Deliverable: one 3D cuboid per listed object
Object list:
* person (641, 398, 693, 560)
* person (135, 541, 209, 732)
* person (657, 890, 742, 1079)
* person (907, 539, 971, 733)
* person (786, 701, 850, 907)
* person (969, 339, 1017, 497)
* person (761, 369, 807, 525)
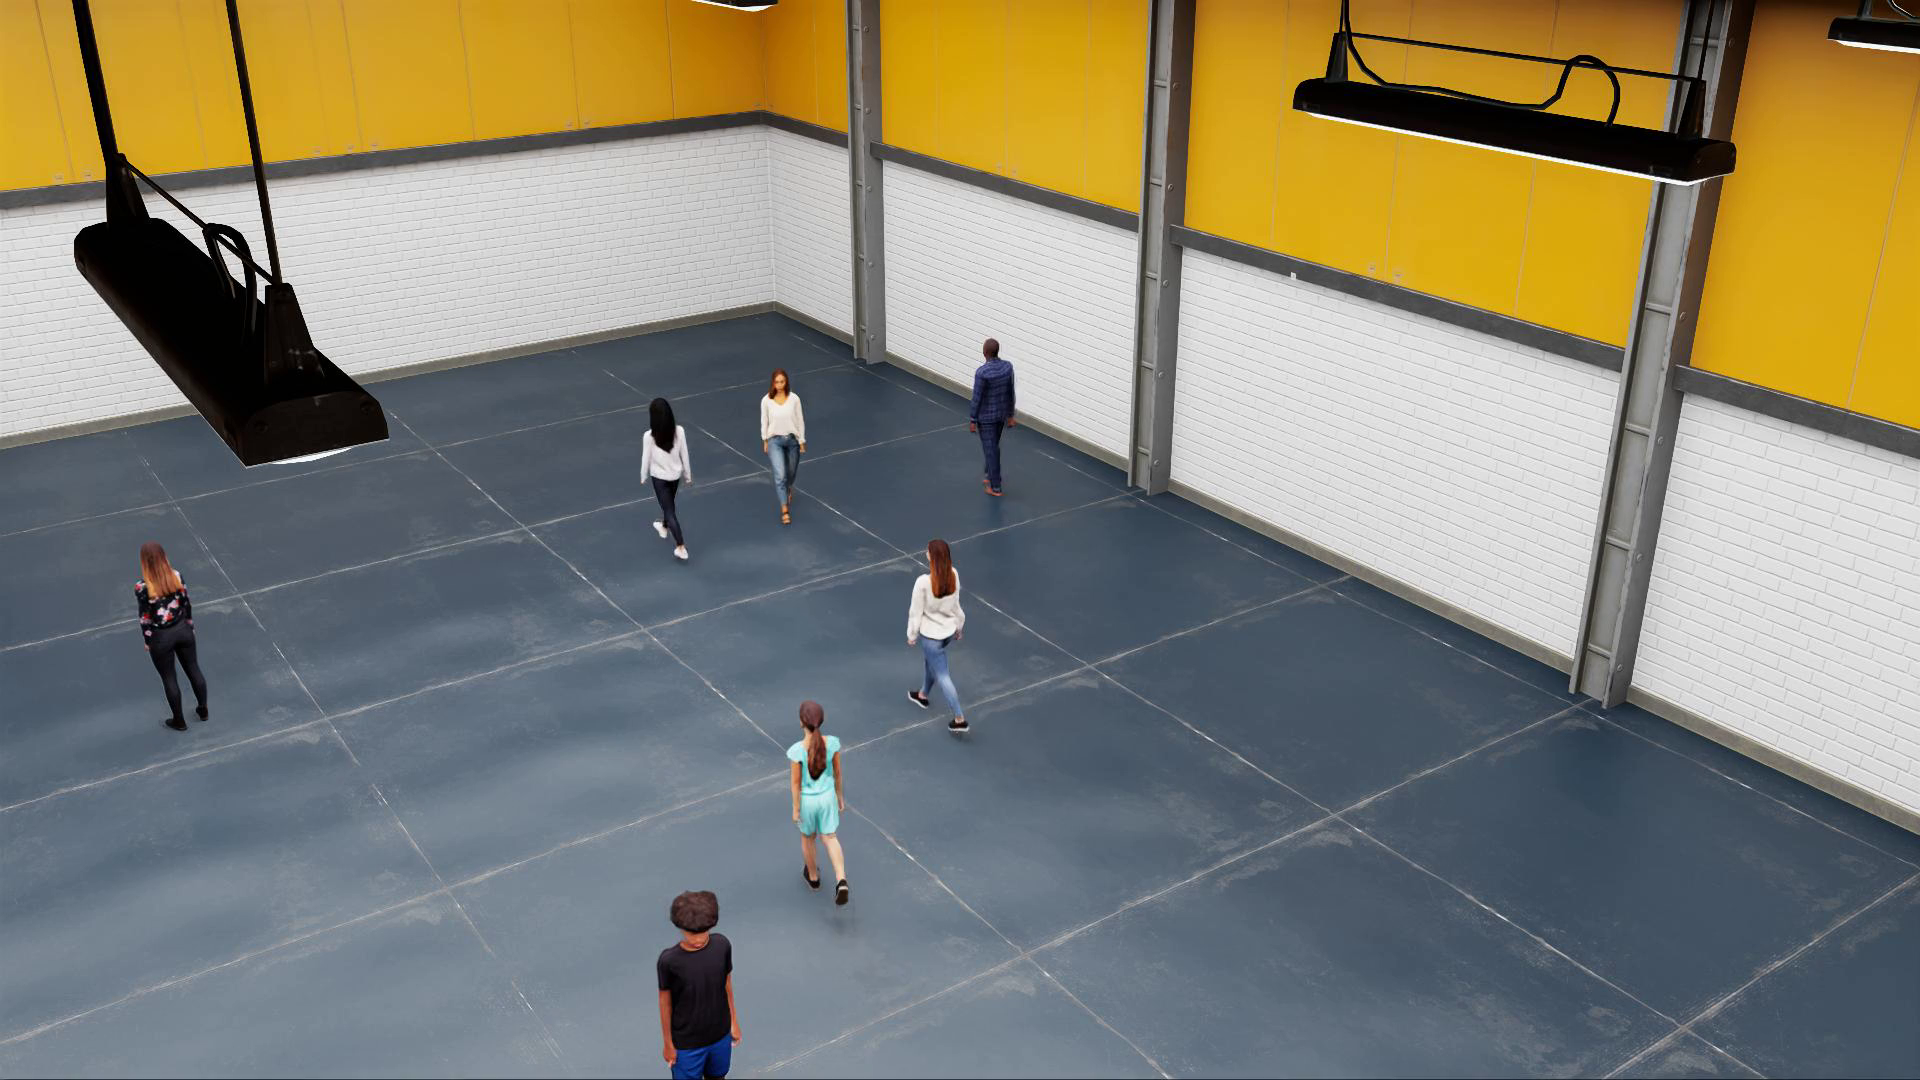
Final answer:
[{"bbox_3d":[-2.972,-0.590,17.022,0.639,1.648,1.089,-17,29,-33],"label":"person"},{"bbox_3d":[-6.566,0.784,13.835,0.585,1.682,0.620,19,30,37],"label":"person"},{"bbox_3d":[-1.463,2.713,9.286,0.618,1.792,0.574,-13,27,-27],"label":"person"},{"bbox_3d":[-0.146,0.824,13.780,0.657,1.653,1.103,-18,29,-35],"label":"person"},{"bbox_3d":[-0.974,1.847,11.572,0.660,1.548,0.951,-10,26,-22],"label":"person"},{"bbox_3d":[0.409,-1.342,18.542,0.681,1.808,0.664,-16,28,-32],"label":"person"},{"bbox_3d":[-1.914,-1.070,18.121,0.914,1.647,1.134,-4,24,-9],"label":"person"}]
